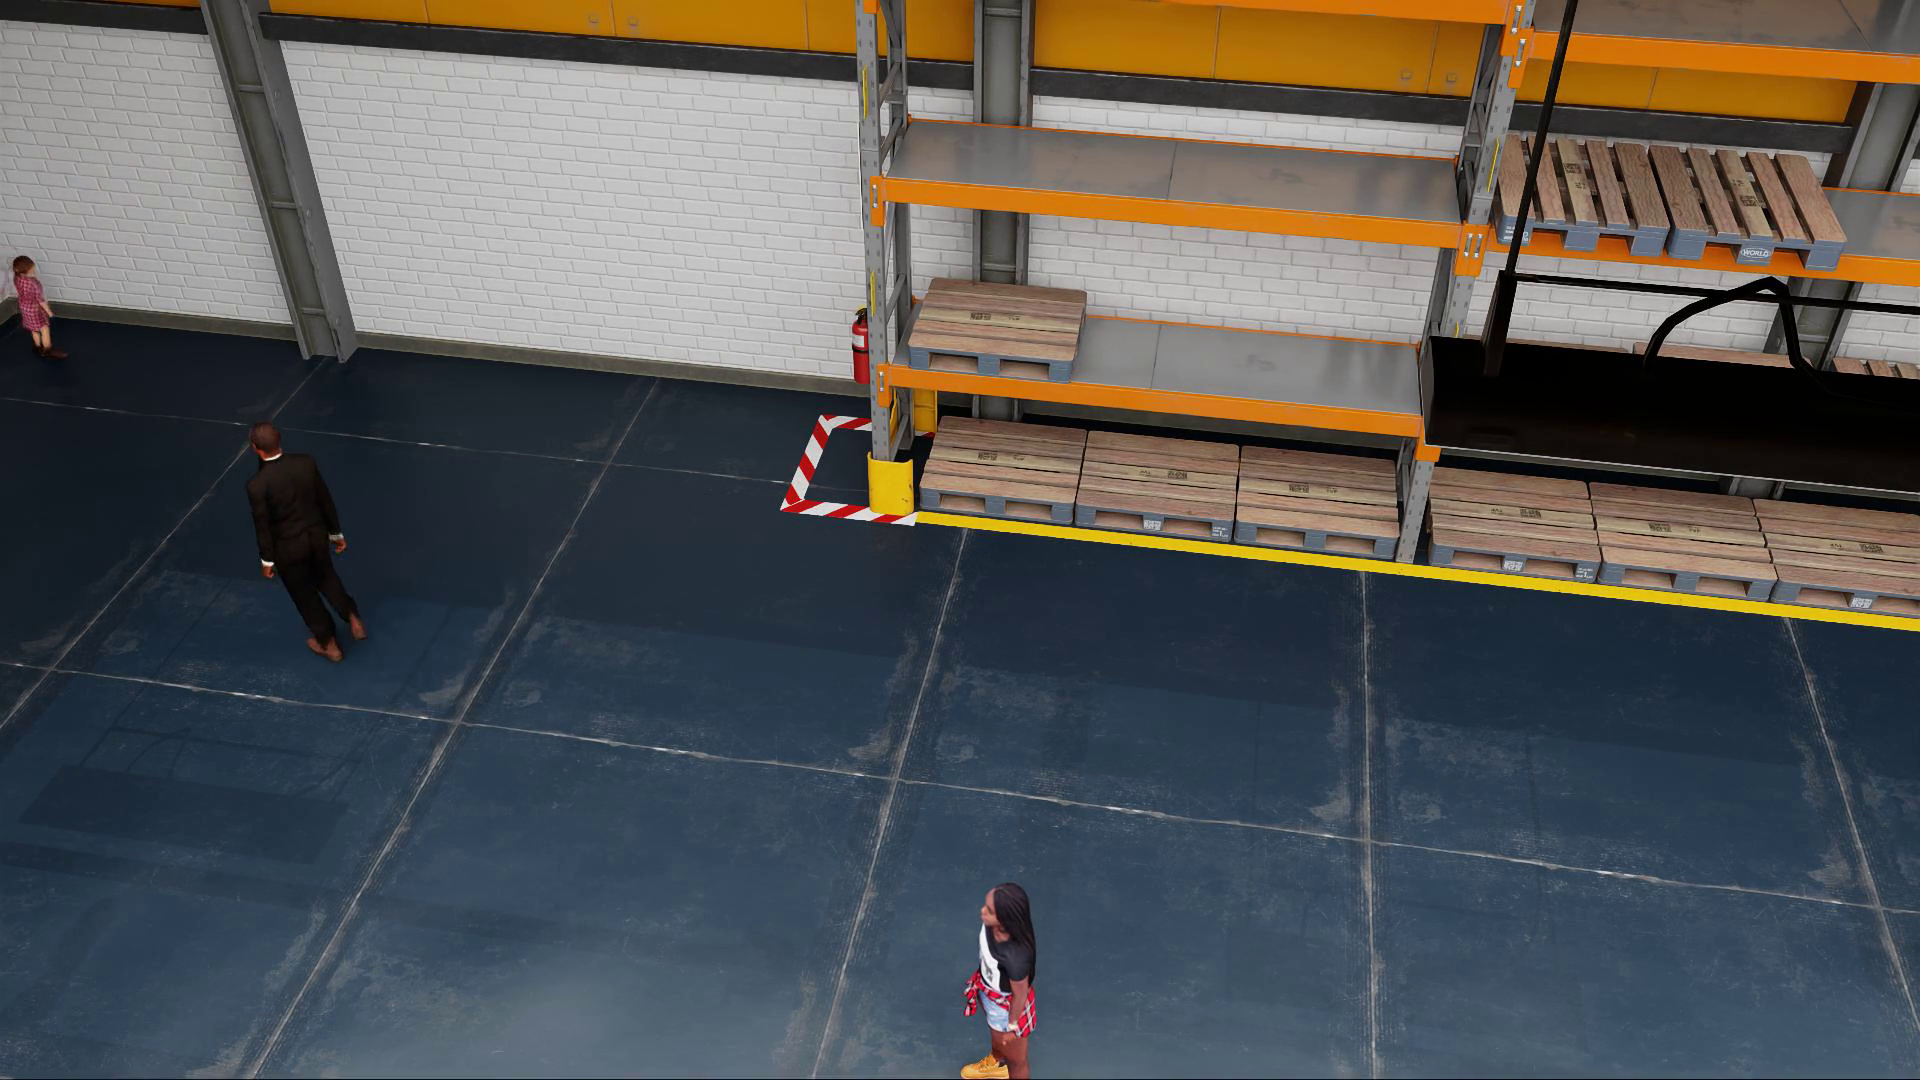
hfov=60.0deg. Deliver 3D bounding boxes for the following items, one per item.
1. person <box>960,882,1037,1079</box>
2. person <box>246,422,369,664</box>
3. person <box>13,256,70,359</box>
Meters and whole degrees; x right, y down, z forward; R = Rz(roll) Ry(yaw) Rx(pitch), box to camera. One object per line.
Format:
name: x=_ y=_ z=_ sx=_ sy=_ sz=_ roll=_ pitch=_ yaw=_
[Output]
person: x=0.227 y=2.317 z=8.393 sx=0.740 sy=1.729 sz=0.709 roll=-12 pitch=40 yaw=-15
person: x=-4.337 y=0.070 z=11.074 sx=0.896 sy=1.894 sz=0.854 roll=23 pitch=44 yaw=26
person: x=-8.072 y=-2.028 z=14.421 sx=0.475 sy=0.996 sz=0.647 roll=9 pitch=40 yaw=12
